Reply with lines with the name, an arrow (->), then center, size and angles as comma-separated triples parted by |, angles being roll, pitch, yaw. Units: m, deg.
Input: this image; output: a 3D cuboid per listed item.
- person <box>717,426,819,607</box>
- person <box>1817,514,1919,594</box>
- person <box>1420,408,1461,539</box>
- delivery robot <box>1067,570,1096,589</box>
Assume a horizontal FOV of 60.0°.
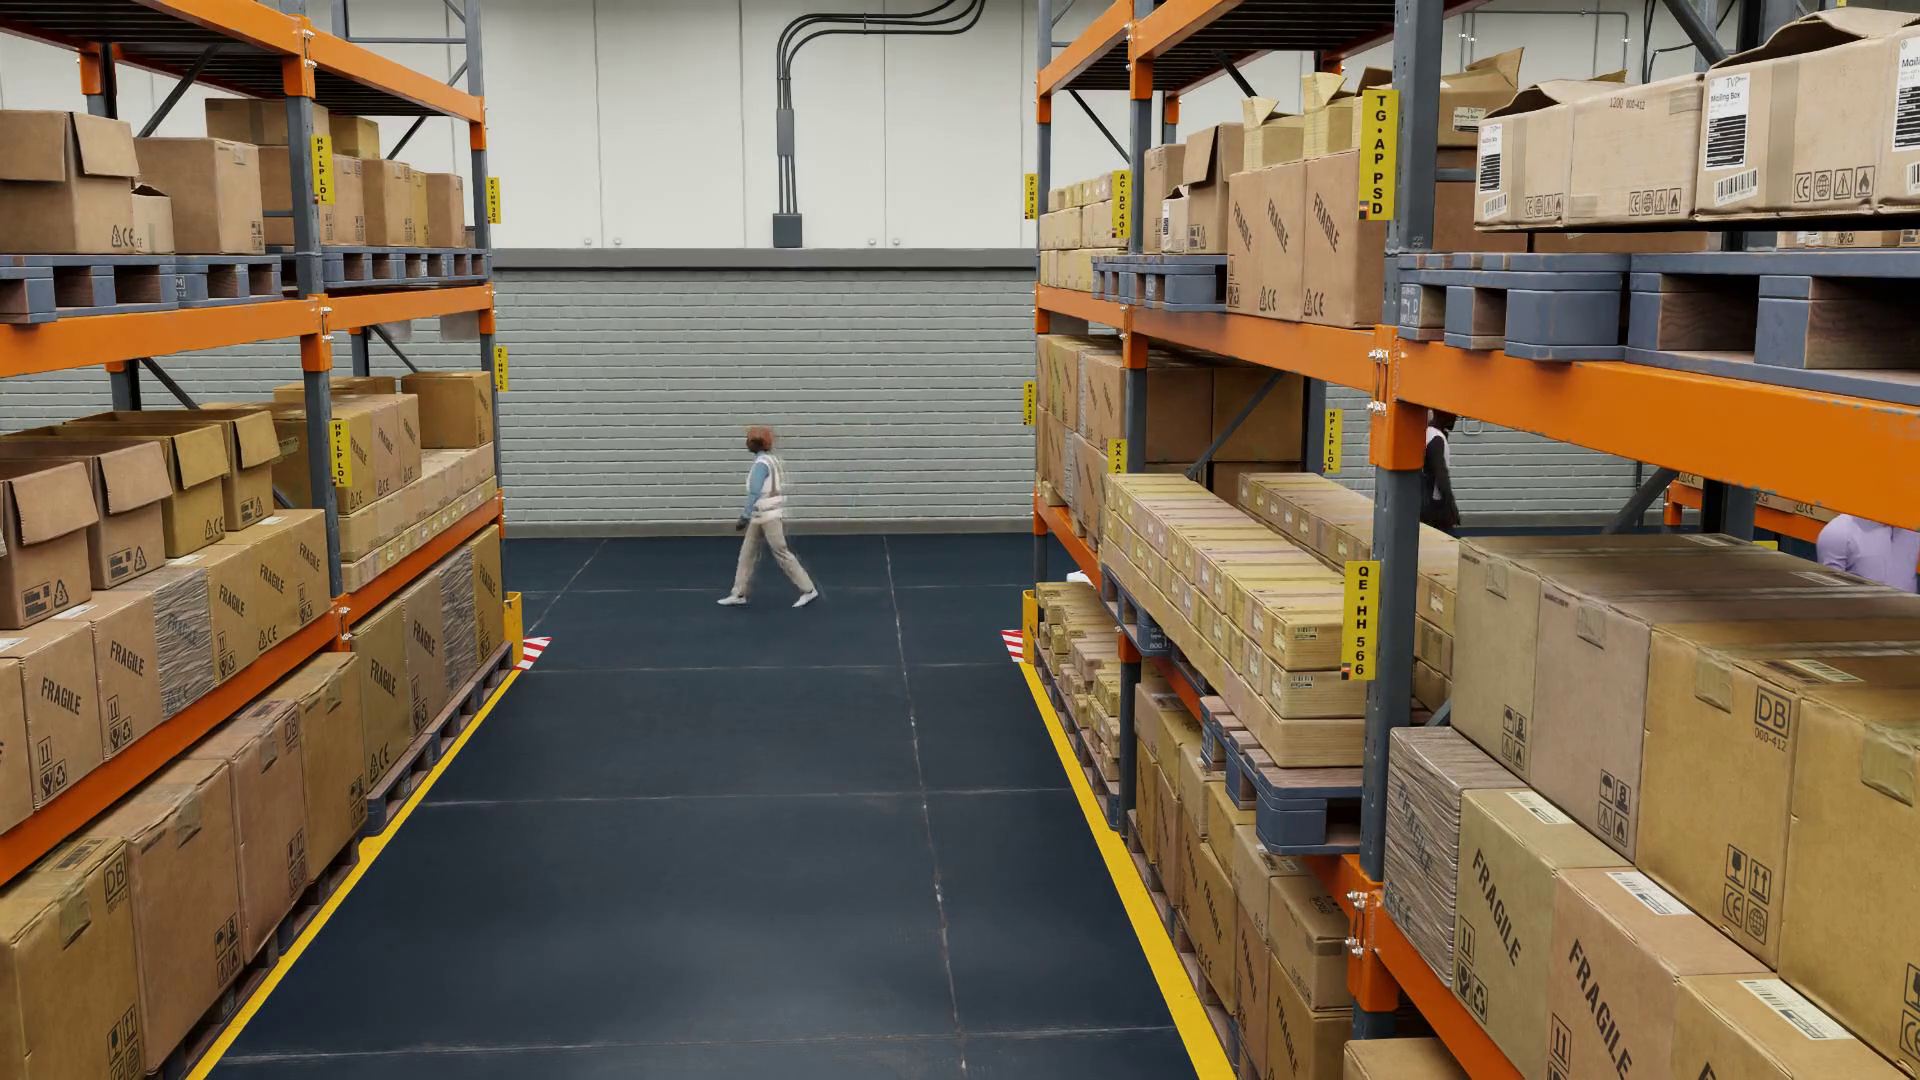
person -> -1.649, -0.199, 14.426 | 0.868, 1.598, 0.506 | -2, 10, -10
person -> 5.075, 0.522, 9.267 | 0.651, 1.906, 0.403 | -3, 10, -15
person -> 4.115, -0.316, 14.239 | 0.693, 1.890, 0.585 | 3, 10, 16
delivery robot -> 1.228, 0.401, 13.677 | 0.707, 0.478, 0.477 | 8, 13, 41
